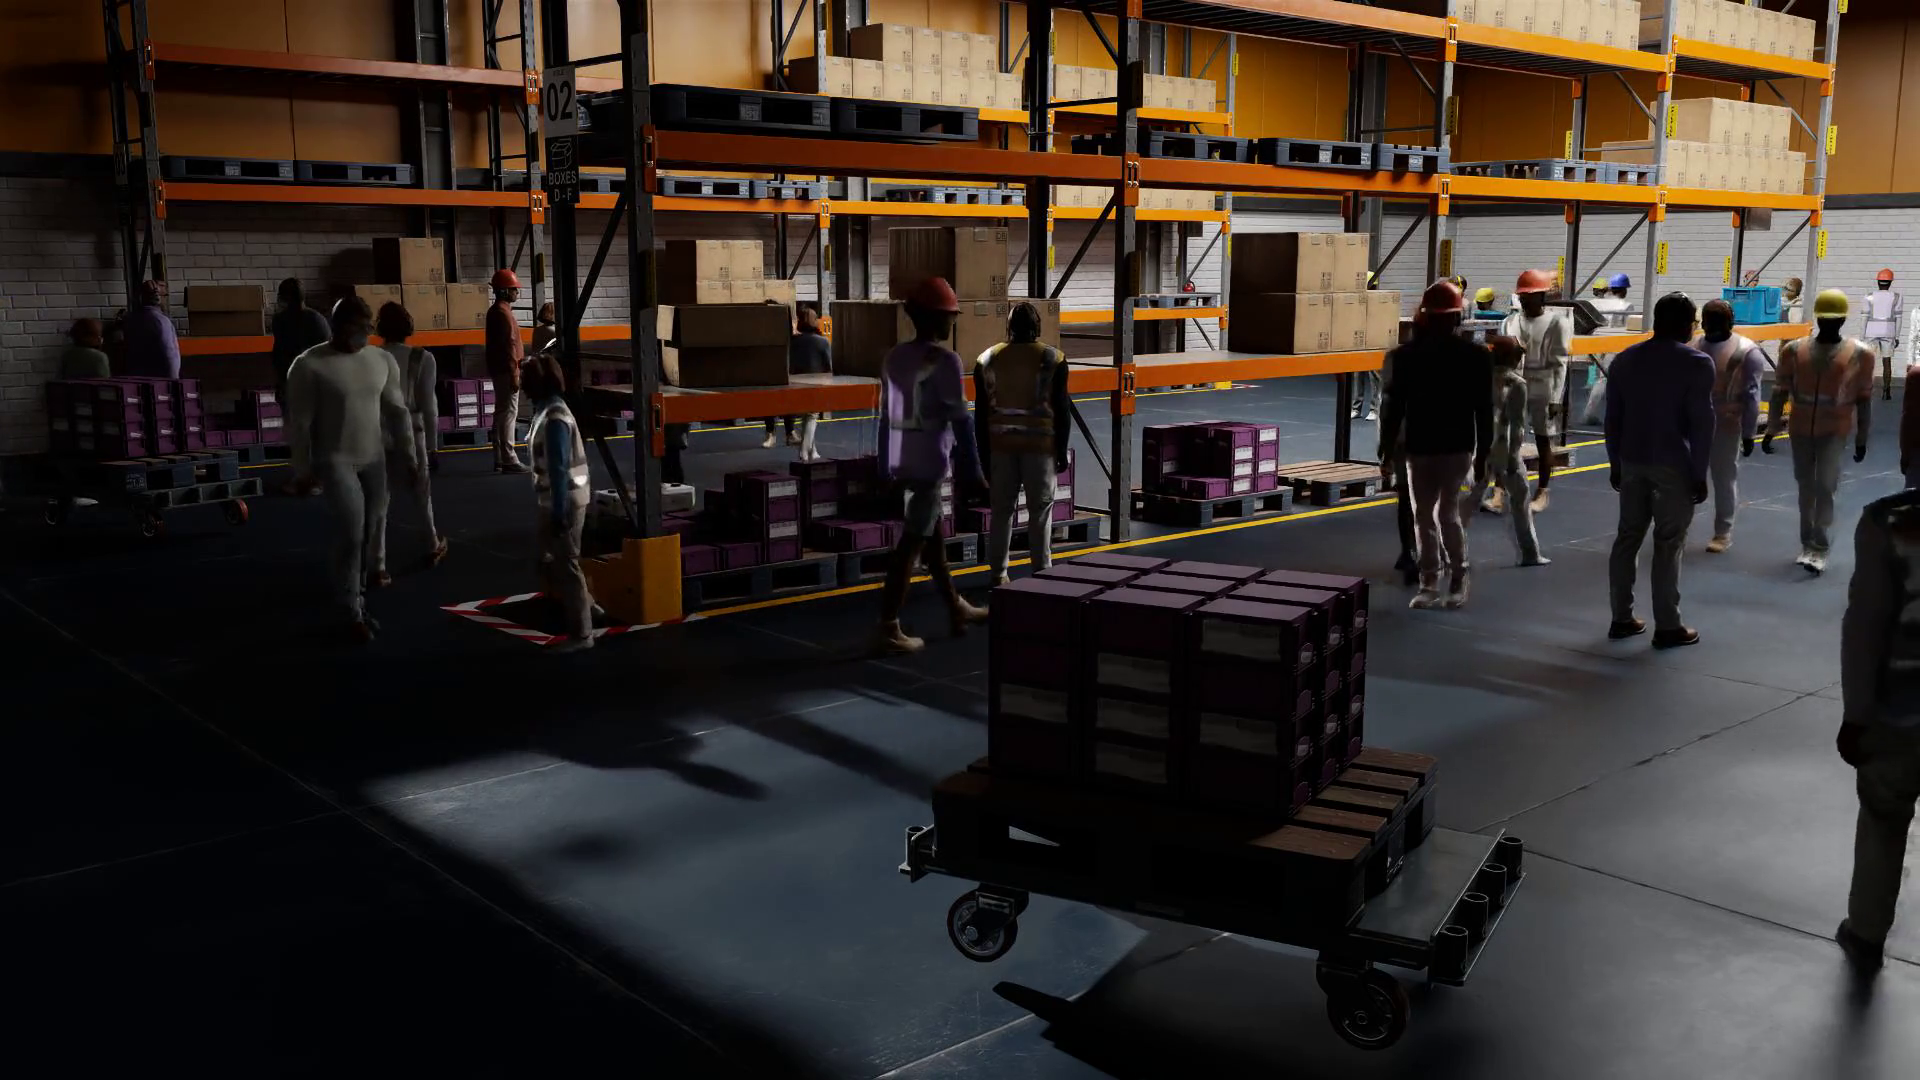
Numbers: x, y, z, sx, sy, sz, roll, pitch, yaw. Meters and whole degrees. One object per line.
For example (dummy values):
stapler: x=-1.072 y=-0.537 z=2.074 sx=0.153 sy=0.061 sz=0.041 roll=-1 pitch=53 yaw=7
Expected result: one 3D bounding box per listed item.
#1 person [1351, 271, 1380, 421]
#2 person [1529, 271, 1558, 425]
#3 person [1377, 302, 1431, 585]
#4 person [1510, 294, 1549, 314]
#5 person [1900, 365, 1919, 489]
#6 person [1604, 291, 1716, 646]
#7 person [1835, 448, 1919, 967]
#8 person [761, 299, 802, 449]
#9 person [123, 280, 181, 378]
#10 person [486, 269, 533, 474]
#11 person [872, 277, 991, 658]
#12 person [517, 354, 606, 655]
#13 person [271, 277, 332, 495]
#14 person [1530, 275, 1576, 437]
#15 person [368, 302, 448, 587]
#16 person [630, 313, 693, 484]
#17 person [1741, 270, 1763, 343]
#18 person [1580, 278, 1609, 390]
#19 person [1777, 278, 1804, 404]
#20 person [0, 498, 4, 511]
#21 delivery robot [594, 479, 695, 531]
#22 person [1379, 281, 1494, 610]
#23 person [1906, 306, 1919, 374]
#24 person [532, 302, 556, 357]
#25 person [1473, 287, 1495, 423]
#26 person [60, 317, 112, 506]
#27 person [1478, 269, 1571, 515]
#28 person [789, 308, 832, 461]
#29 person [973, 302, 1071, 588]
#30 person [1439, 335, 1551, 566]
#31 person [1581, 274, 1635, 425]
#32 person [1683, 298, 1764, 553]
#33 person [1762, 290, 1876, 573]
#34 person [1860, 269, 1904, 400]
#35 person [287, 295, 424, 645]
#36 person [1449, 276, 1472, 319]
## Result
person: x=5.270 y=-2.509 z=21.565 sx=0.377 sy=1.923 sz=0.595 roll=-9 pitch=13 yaw=-43
person: x=7.346 y=-2.351 z=20.605 sx=0.379 sy=1.938 sz=0.547 roll=-1 pitch=10 yaw=-8
person: x=3.023 y=-0.653 z=10.922 sx=0.548 sy=1.846 sz=1.063 roll=2 pitch=10 yaw=12
person: x=8.350 y=-2.998 z=24.453 sx=0.591 sy=1.919 sz=0.391 roll=7 pitch=12 yaw=36
person: x=6.238 y=-0.550 z=10.567 sx=0.533 sy=1.765 sz=0.329 roll=-1 pitch=10 yaw=-4
person: x=3.829 y=-0.388 z=9.135 sx=0.371 sy=1.931 sz=0.629 roll=-6 pitch=12 yaw=-33
person: x=2.785 y=0.454 z=4.638 sx=0.610 sy=1.794 sz=0.872 roll=2 pitch=10 yaw=12
person: x=-1.950 y=-1.839 z=18.428 sx=0.661 sy=1.663 sz=0.320 roll=-6 pitch=12 yaw=-33
person: x=-7.406 y=-1.444 z=15.387 sx=0.644 sy=1.907 sz=0.400 roll=7 pitch=12 yaw=34
person: x=-4.429 y=-1.640 z=16.272 sx=0.383 sy=1.993 sz=0.622 roll=-5 pitch=11 yaw=-29
person: x=-0.102 y=-0.394 z=8.947 sx=0.977 sy=1.997 sz=0.623 roll=-6 pitch=11 yaw=-32
person: x=-2.136 y=-0.184 z=8.842 sx=0.364 sy=1.618 sz=0.527 roll=-4 pitch=10 yaw=-21
person: x=-5.863 y=-1.362 z=14.825 sx=0.629 sy=1.937 sz=0.379 roll=4 pitch=11 yaw=25
person: x=7.033 y=-2.172 z=19.688 sx=0.402 sy=1.900 sz=0.647 roll=-3 pitch=10 yaw=-18
person: x=-3.703 y=-0.646 z=10.965 sx=0.613 sy=1.813 sz=1.059 roll=0 pitch=10 yaw=-1
person: x=-2.414 y=-0.999 z=13.463 sx=0.549 sy=1.672 sz=0.486 roll=3 pitch=10 yaw=18
person: x=12.311 y=-3.259 z=26.030 sx=0.639 sy=1.902 sz=0.407 roll=-3 pitch=10 yaw=-16
person: x=10.125 y=-3.255 z=26.393 sx=0.532 sy=1.772 sz=0.300 roll=-3 pitch=10 yaw=-15
person: x=11.297 y=-2.639 z=22.641 sx=0.339 sy=1.820 sz=0.597 roll=2 pitch=10 yaw=12
person: x=-8.234 y=-1.083 z=13.591 sx=0.634 sy=1.797 sz=0.637 roll=7 pitch=12 yaw=35
delivery robot: x=-2.315 y=-0.276 z=12.225 sx=0.707 sy=0.478 sz=0.477 roll=-8 pitch=12 yaw=-38
person: x=2.840 y=-0.547 z=9.945 sx=0.625 sy=1.975 sz=0.462 roll=8 pitch=13 yaw=41
person: x=11.405 y=-2.123 z=19.454 sx=0.685 sy=1.871 sz=0.625 roll=-8 pitch=13 yaw=-41
person: x=-4.487 y=-1.784 z=18.208 sx=0.500 sy=1.626 sz=0.284 roll=8 pitch=12 yaw=38
person: x=6.604 y=-2.335 z=21.113 sx=0.507 sy=1.722 sz=0.586 roll=0 pitch=10 yaw=-2
person: x=-7.387 y=-1.097 z=14.210 sx=0.511 sy=1.600 sz=0.585 roll=4 pitch=11 yaw=25
person: x=4.583 y=-1.179 z=13.526 sx=0.954 sy=2.004 sz=0.633 roll=-9 pitch=13 yaw=-42
person: x=-1.558 y=-1.572 z=17.030 sx=0.509 sy=1.601 sz=0.817 roll=2 pitch=10 yaw=14
person: x=0.400 y=-0.581 z=10.555 sx=0.625 sy=1.836 sz=0.428 roll=3 pitch=10 yaw=19
person: x=3.636 y=-0.602 z=11.380 sx=0.809 sy=1.599 sz=0.519 roll=-4 pitch=10 yaw=-20
person: x=8.262 y=-2.399 z=21.009 sx=1.008 sy=1.898 sz=0.599 roll=-3 pitch=10 yaw=-18
person: x=5.360 y=-0.803 z=11.888 sx=0.472 sy=1.841 sz=0.640 roll=-9 pitch=13 yaw=-41
person: x=5.758 y=-0.725 z=11.209 sx=0.599 sy=1.885 sz=0.898 roll=9 pitch=13 yaw=42
person: x=13.630 y=-3.042 z=24.649 sx=0.547 sy=1.938 sz=0.379 roll=5 pitch=11 yaw=27
person: x=-3.321 y=-0.392 z=9.232 sx=0.719 sy=1.902 sz=0.632 roll=7 pitch=12 yaw=35
person: x=6.648 y=-2.585 z=22.217 sx=0.317 sy=1.859 sz=0.519 roll=0 pitch=10 yaw=-1
